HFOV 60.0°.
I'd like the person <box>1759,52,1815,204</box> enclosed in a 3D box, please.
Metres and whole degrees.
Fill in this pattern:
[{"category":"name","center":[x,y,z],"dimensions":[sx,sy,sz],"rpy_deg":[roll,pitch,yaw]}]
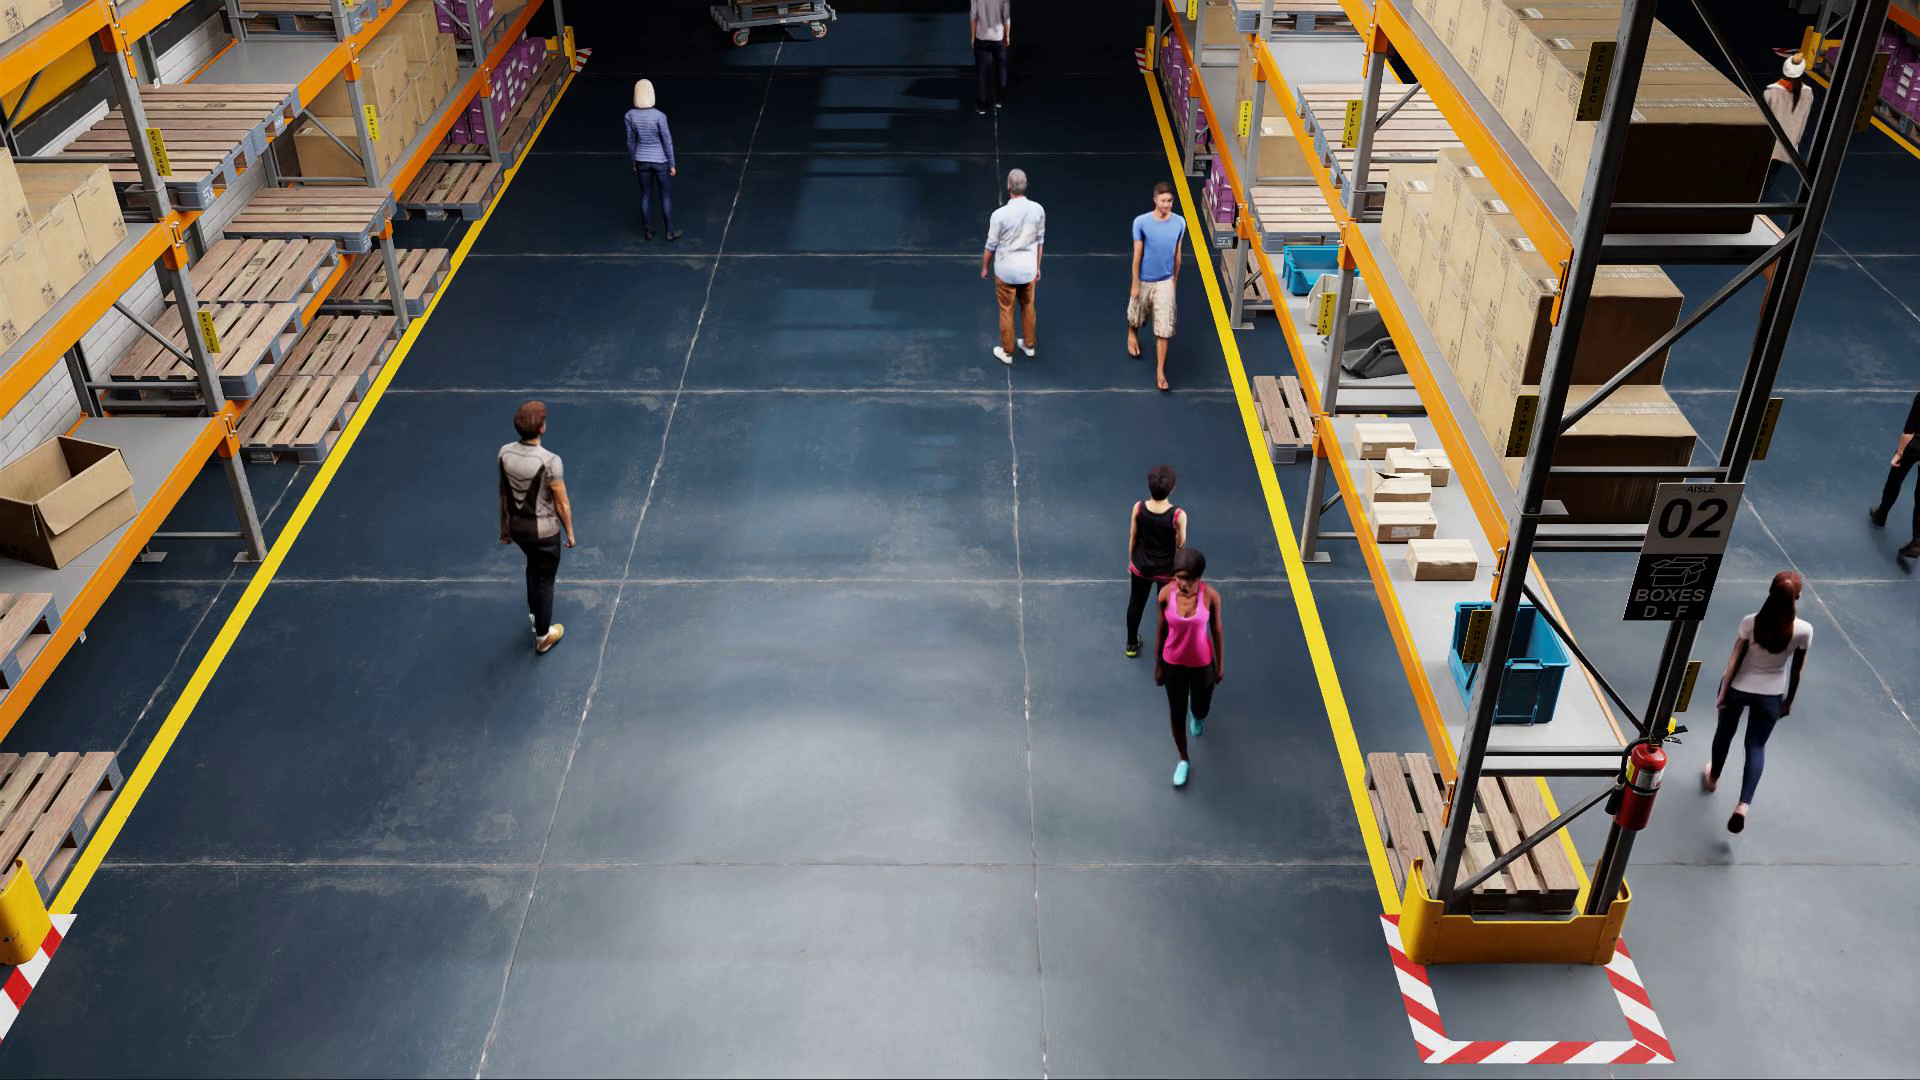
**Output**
[{"category":"person","center":[8.692,-4.229,17.737],"dimensions":[0.787,1.850,1.130],"rpy_deg":[3,34,5]}]

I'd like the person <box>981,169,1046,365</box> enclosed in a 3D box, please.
[{"category":"person","center":[0.507,-2.461,15.104],"dimensions":[0.801,1.820,0.781],"rpy_deg":[-13,36,-19]}]

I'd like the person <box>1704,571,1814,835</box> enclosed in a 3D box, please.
[{"category":"person","center":[4.776,0.986,10.010],"dimensions":[0.783,1.718,1.079],"rpy_deg":[10,35,15]}]

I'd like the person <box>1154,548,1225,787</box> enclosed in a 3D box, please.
[{"category":"person","center":[1.438,0.716,10.424],"dimensions":[0.705,1.710,0.903],"rpy_deg":[6,34,9]}]

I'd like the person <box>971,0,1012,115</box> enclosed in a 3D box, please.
[{"category":"person","center":[0.370,-6.279,20.842],"dimensions":[0.646,1.828,0.661],"rpy_deg":[-3,34,-5]}]

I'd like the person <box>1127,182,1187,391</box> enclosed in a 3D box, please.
[{"category":"person","center":[1.715,-2.362,14.937],"dimensions":[0.653,1.840,1.205],"rpy_deg":[-1,34,-2]}]

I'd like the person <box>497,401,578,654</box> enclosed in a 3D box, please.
[{"category":"person","center":[-2.957,-0.034,11.413],"dimensions":[0.766,1.864,0.778],"rpy_deg":[10,35,14]}]

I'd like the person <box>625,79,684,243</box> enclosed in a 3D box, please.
[{"category":"person","center":[-3.229,-3.980,17.458],"dimensions":[0.684,1.745,0.610],"rpy_deg":[6,34,9]}]

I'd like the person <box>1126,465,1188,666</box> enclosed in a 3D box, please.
[{"category":"person","center":[1.342,0.166,11.395],"dimensions":[0.613,1.551,0.628],"rpy_deg":[15,36,21]}]

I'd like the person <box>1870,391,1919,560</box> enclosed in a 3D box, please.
[{"category":"person","center":[7.279,-0.611,12.513],"dimensions":[0.733,1.607,1.115],"rpy_deg":[6,34,9]}]
